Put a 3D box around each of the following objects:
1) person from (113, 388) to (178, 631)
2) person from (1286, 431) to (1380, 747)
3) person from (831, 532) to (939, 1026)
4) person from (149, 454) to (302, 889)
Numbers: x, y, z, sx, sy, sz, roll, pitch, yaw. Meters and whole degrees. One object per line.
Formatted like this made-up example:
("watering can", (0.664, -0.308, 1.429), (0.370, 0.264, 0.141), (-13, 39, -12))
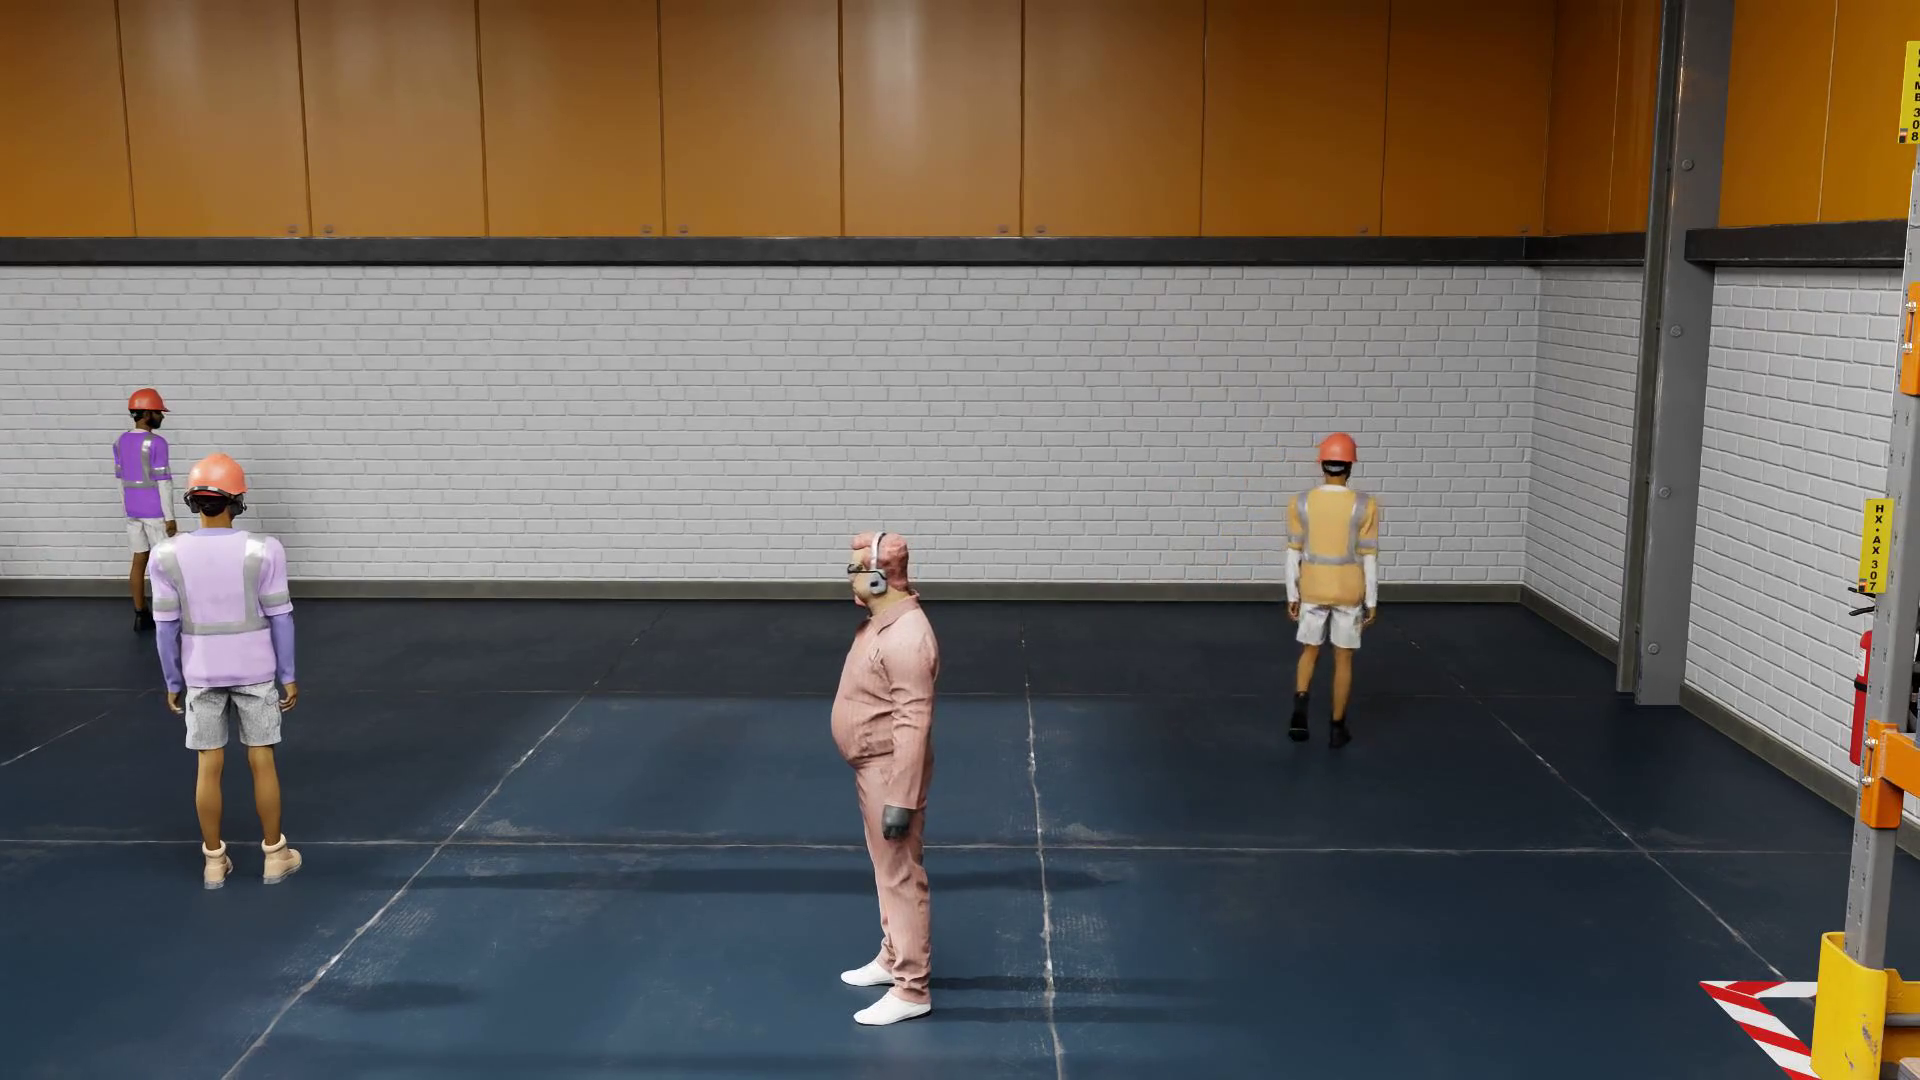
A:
("person", (-6.406, -0.230, 13.170), (0.547, 1.934, 0.375), (5, 10, 25))
("person", (2.211, 0.318, 9.943), (0.556, 1.924, 0.568), (5, 11, 26))
("person", (-0.296, 0.908, 6.440), (0.404, 1.904, 0.652), (-2, 10, -10))
("person", (-3.414, 0.616, 7.778), (0.605, 2.044, 0.374), (-2, 10, -11))
